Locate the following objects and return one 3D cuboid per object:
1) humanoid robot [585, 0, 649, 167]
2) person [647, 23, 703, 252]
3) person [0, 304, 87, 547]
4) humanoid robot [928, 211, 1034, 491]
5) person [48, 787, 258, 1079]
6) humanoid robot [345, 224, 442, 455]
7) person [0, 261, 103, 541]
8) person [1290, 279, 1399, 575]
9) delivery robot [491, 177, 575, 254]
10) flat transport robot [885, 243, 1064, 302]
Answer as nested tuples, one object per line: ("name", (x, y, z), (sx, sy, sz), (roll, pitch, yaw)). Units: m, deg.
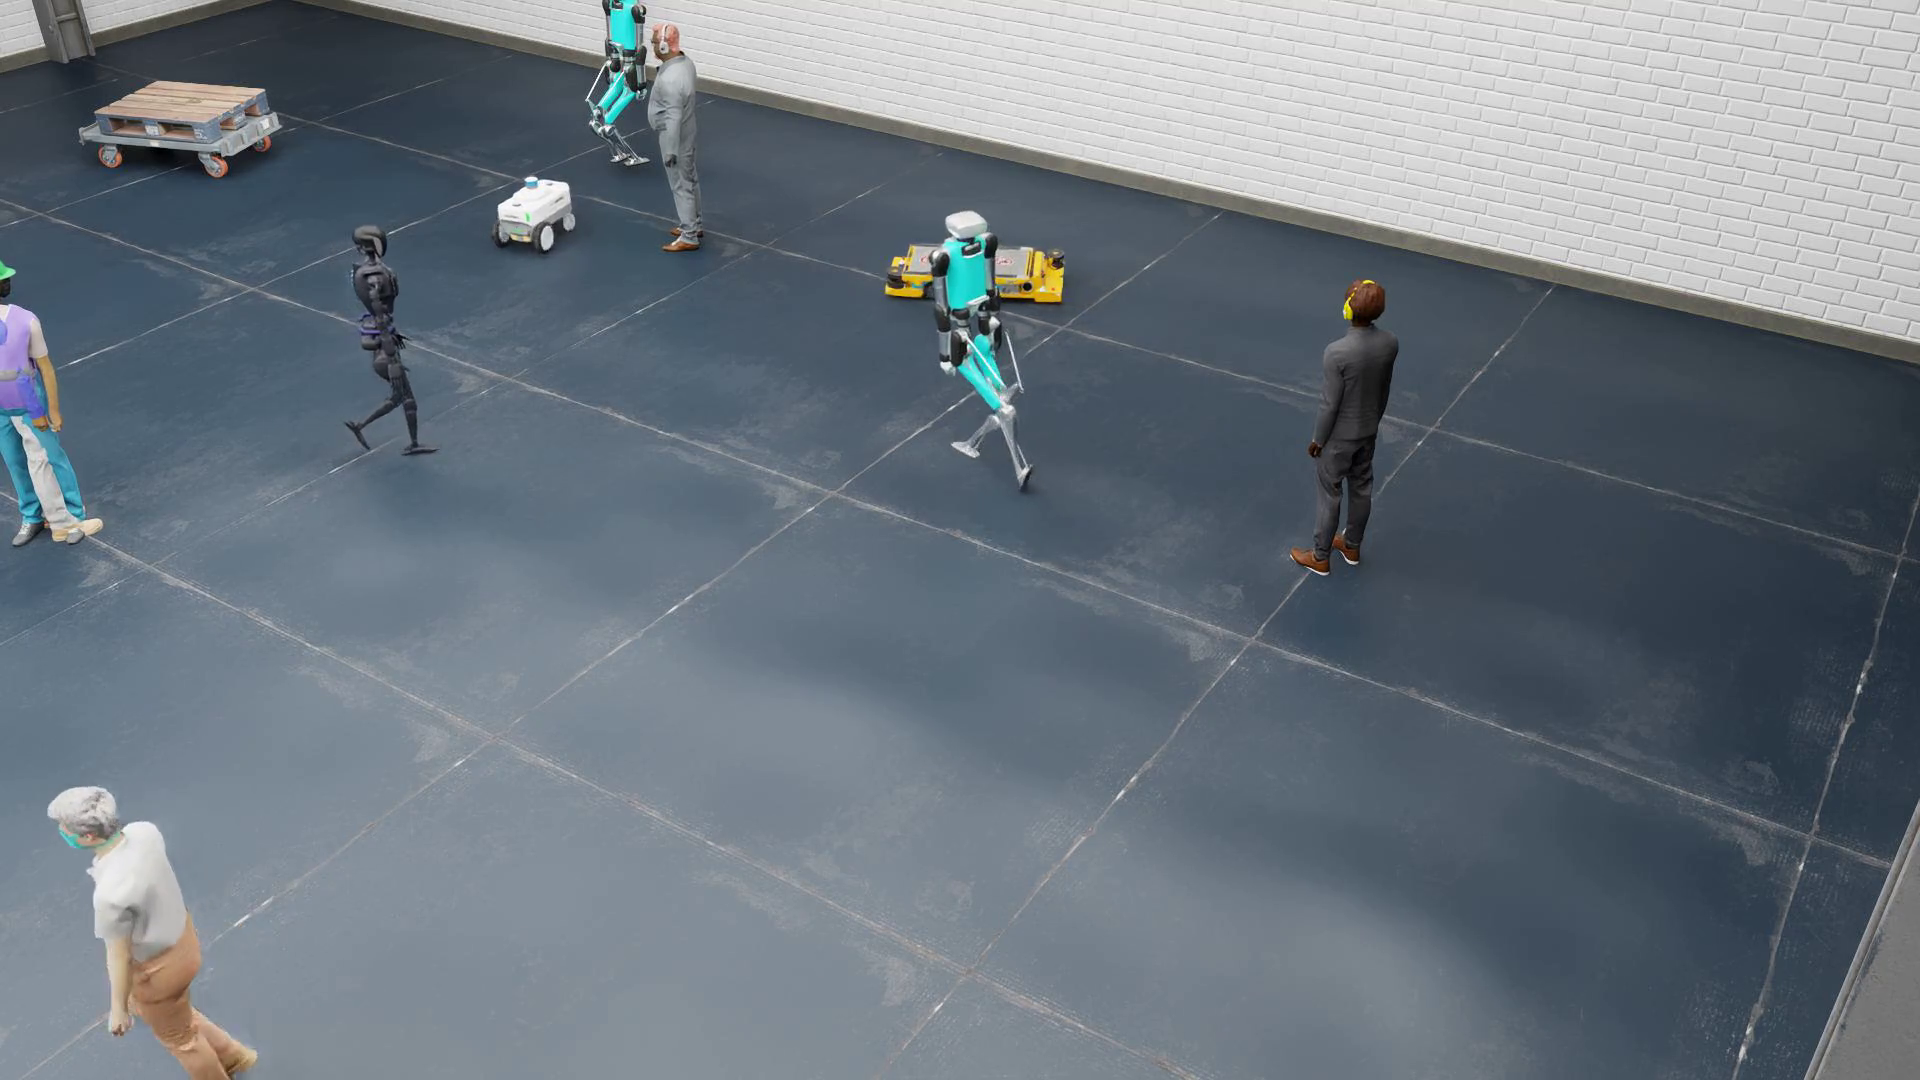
("humanoid robot", (-3.248, -4.296, 15.460), (0.533, 1.677, 0.735), (25, 40, 33))
("person", (-2.403, -3.384, 14.008), (0.412, 1.906, 0.651), (1, 33, 2))
("person", (-5.715, -0.818, 10.076), (0.564, 1.840, 0.391), (-1, 33, -2))
("humanoid robot", (0.266, -1.175, 10.746), (0.544, 1.762, 0.948), (-26, 41, -35))
("person", (-3.111, 1.626, 6.378), (0.375, 1.723, 0.476), (-8, 34, -12))
("humanoid robot", (-3.864, -1.292, 10.975), (0.565, 1.633, 0.613), (-10, 34, -15))
("person", (-5.699, -0.864, 10.120), (0.345, 1.874, 0.459), (-27, 41, -35))
("person", (2.277, -0.652, 9.788), (0.493, 1.875, 0.355), (-16, 36, -23))
("delivery robot", (-3.681, -2.849, 14.412), (0.499, 0.581, 0.774), (11, 34, 17))
("flat transport robot", (0.132, -2.192, 13.667), (1.431, 0.231, 0.659), (3, 33, 4))
